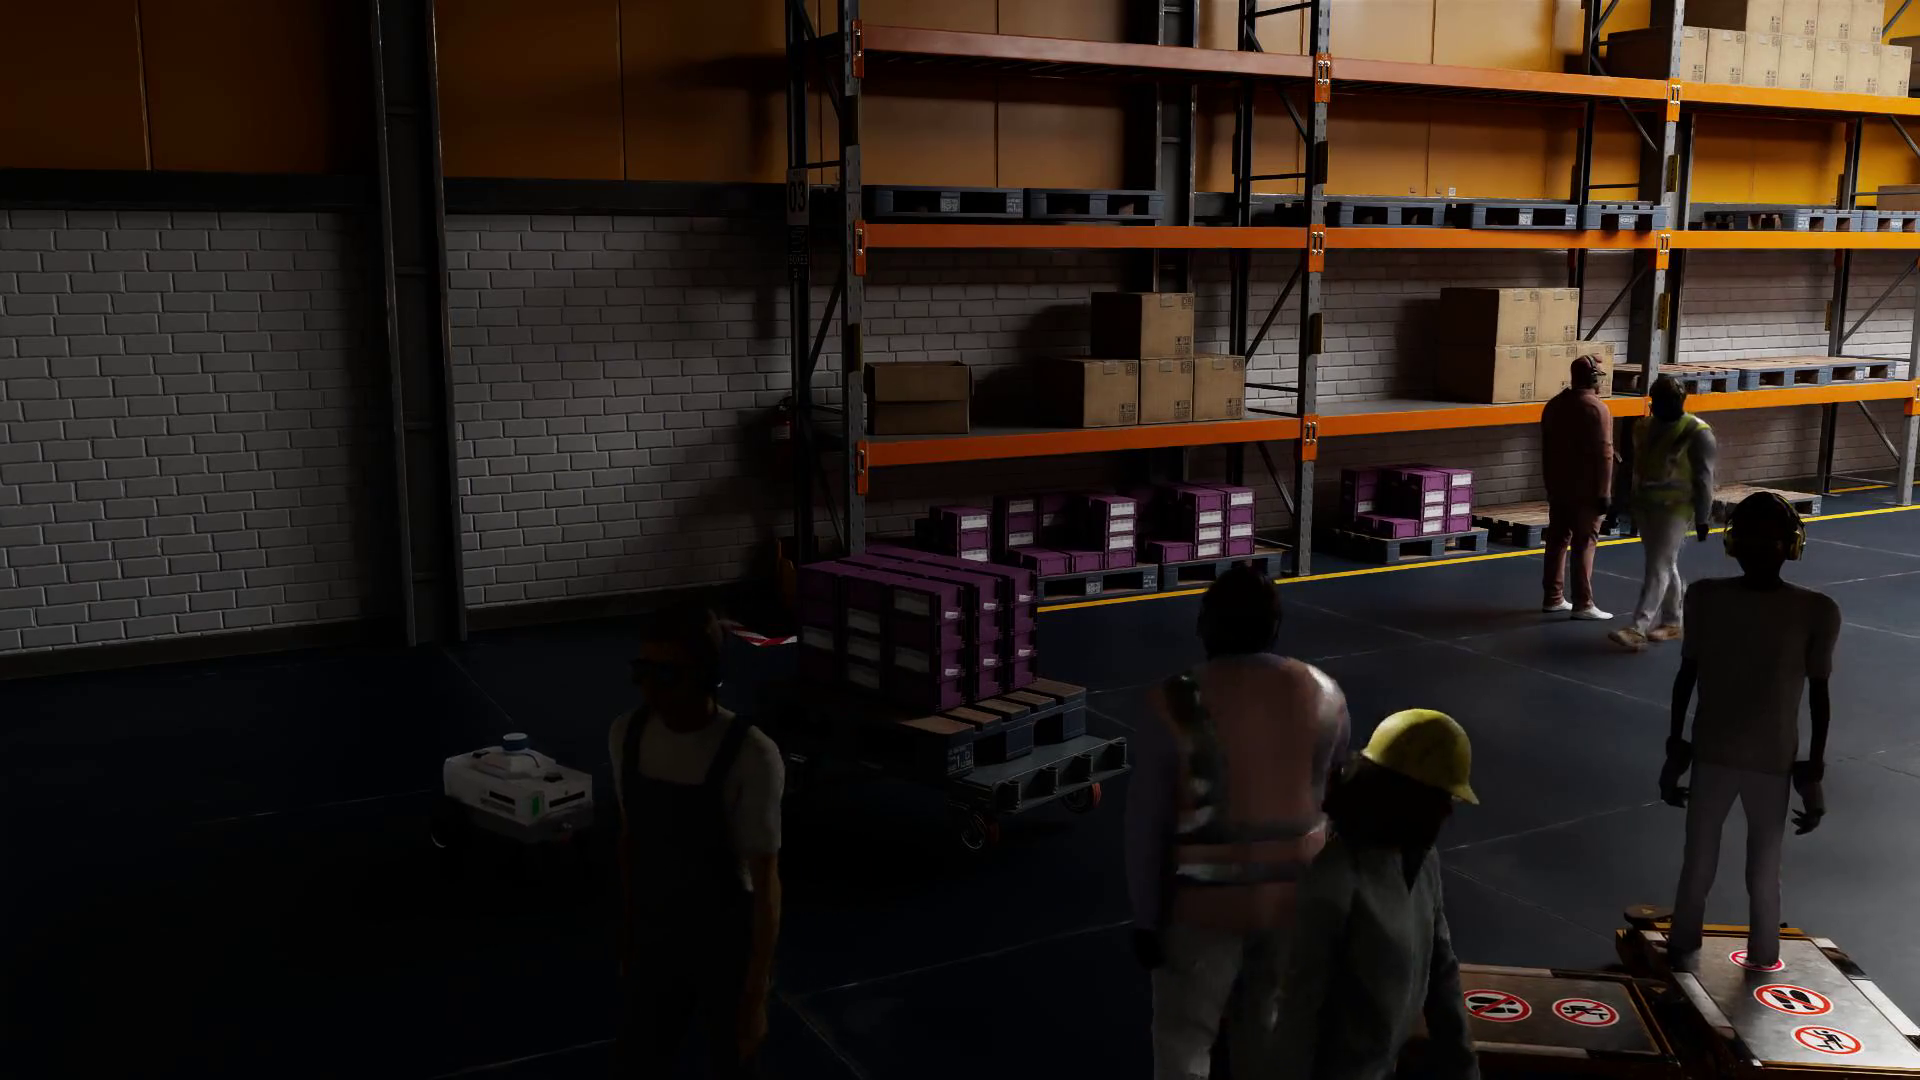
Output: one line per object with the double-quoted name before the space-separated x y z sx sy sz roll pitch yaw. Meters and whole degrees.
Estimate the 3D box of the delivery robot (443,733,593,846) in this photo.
"delivery robot" -1.919 1.082 7.219 0.707 0.478 0.477 8 13 39

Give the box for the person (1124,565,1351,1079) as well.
"person" 0.738 0.977 4.530 0.634 1.815 0.465 -4 10 -20

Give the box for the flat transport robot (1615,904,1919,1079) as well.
"flat transport robot" 2.703 1.570 5.494 0.652 0.197 1.431 1 10 6

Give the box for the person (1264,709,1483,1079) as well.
"person" 0.897 1.191 3.618 0.812 1.681 0.501 7 12 34

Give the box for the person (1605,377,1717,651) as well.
"person" 4.595 -0.175 11.118 0.893 1.805 0.653 -4 11 -21

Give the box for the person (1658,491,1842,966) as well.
"person" 2.617 0.759 5.563 0.517 1.874 0.327 6 12 33

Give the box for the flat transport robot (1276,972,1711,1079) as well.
"flat transport robot" 1.635 1.591 5.375 1.431 0.197 0.652 2 10 9

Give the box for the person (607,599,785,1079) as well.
"person" -0.706 1.054 4.005 0.549 1.818 0.788 5 11 25

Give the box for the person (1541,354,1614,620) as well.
"person" 4.487 -0.381 12.019 0.405 1.911 0.636 -4 10 -20
